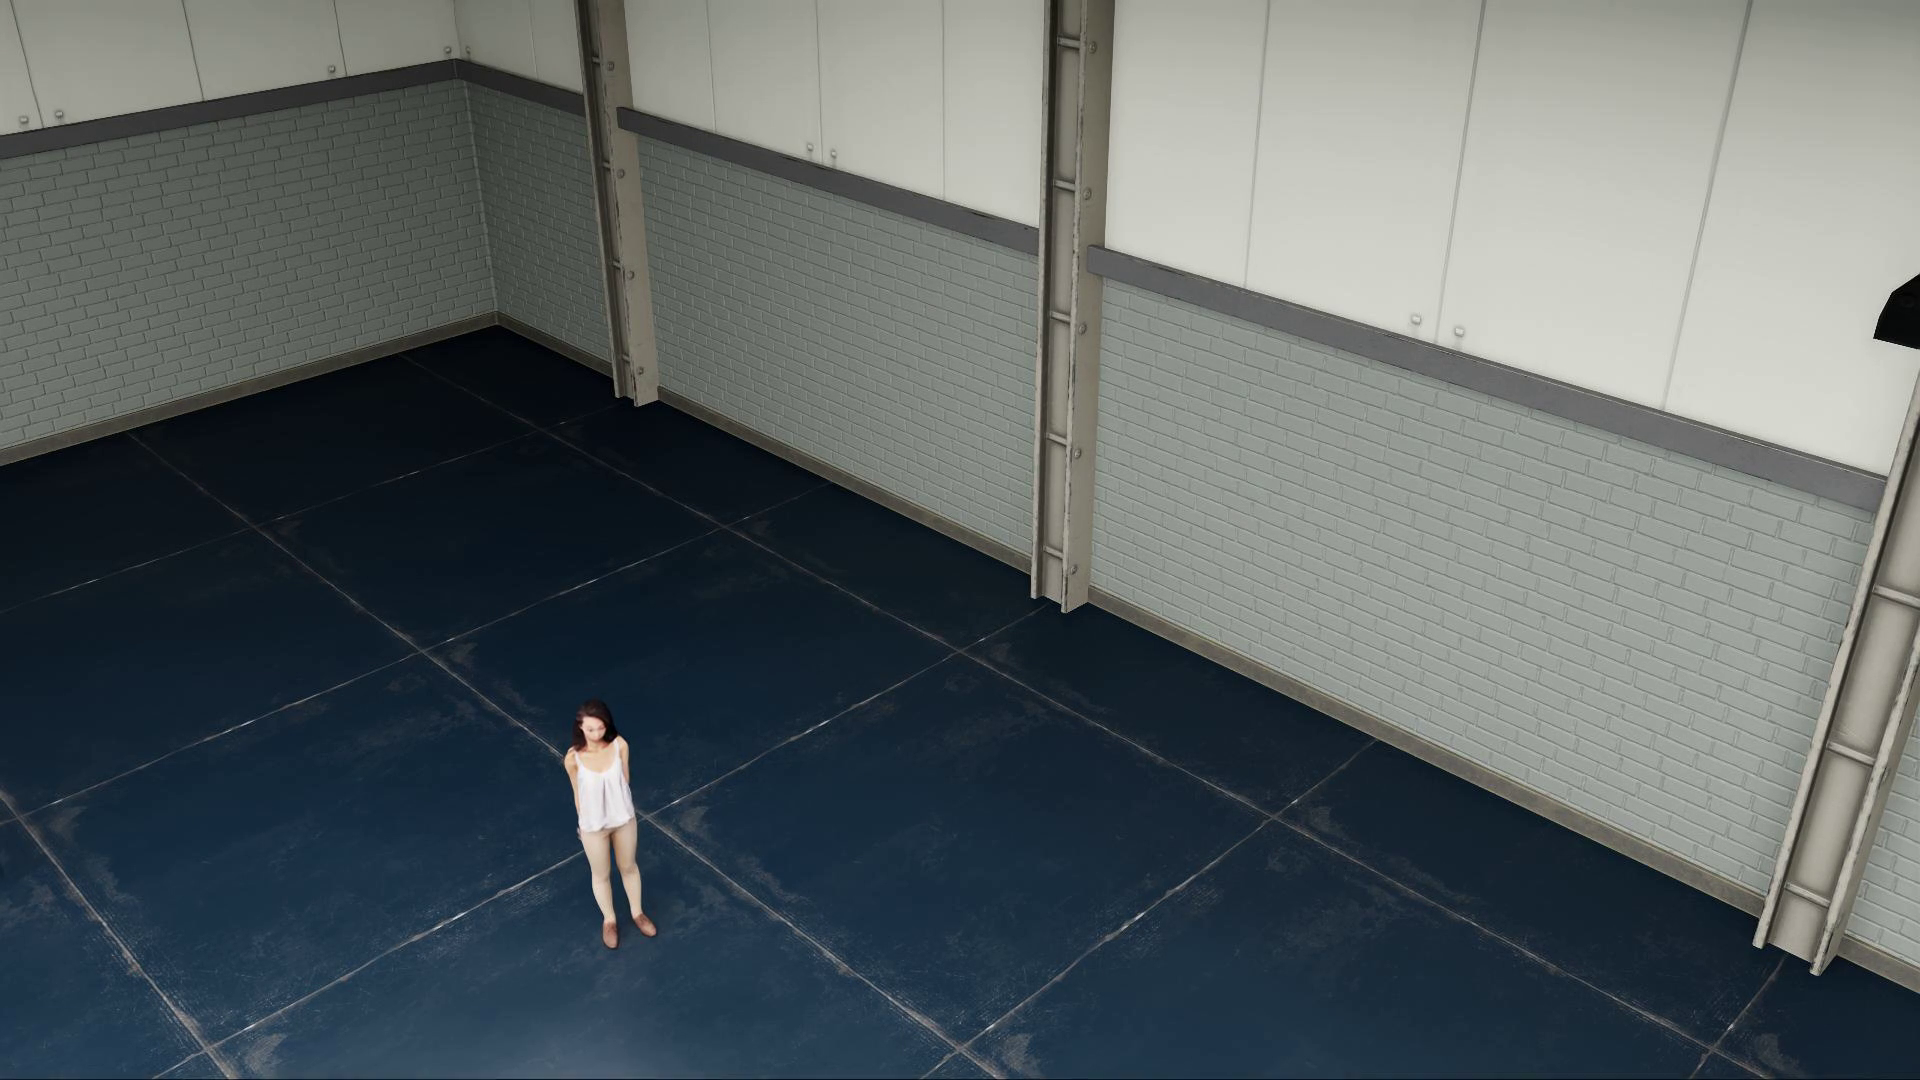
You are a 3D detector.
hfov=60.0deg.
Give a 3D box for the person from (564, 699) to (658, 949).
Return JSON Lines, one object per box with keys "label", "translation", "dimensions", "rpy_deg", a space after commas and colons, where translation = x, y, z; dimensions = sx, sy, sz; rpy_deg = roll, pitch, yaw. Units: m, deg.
{"label": "person", "translation": [-2.109, 1.649, 9.901], "dimensions": [0.608, 1.652, 0.673], "rpy_deg": [-18, 33, -30]}
